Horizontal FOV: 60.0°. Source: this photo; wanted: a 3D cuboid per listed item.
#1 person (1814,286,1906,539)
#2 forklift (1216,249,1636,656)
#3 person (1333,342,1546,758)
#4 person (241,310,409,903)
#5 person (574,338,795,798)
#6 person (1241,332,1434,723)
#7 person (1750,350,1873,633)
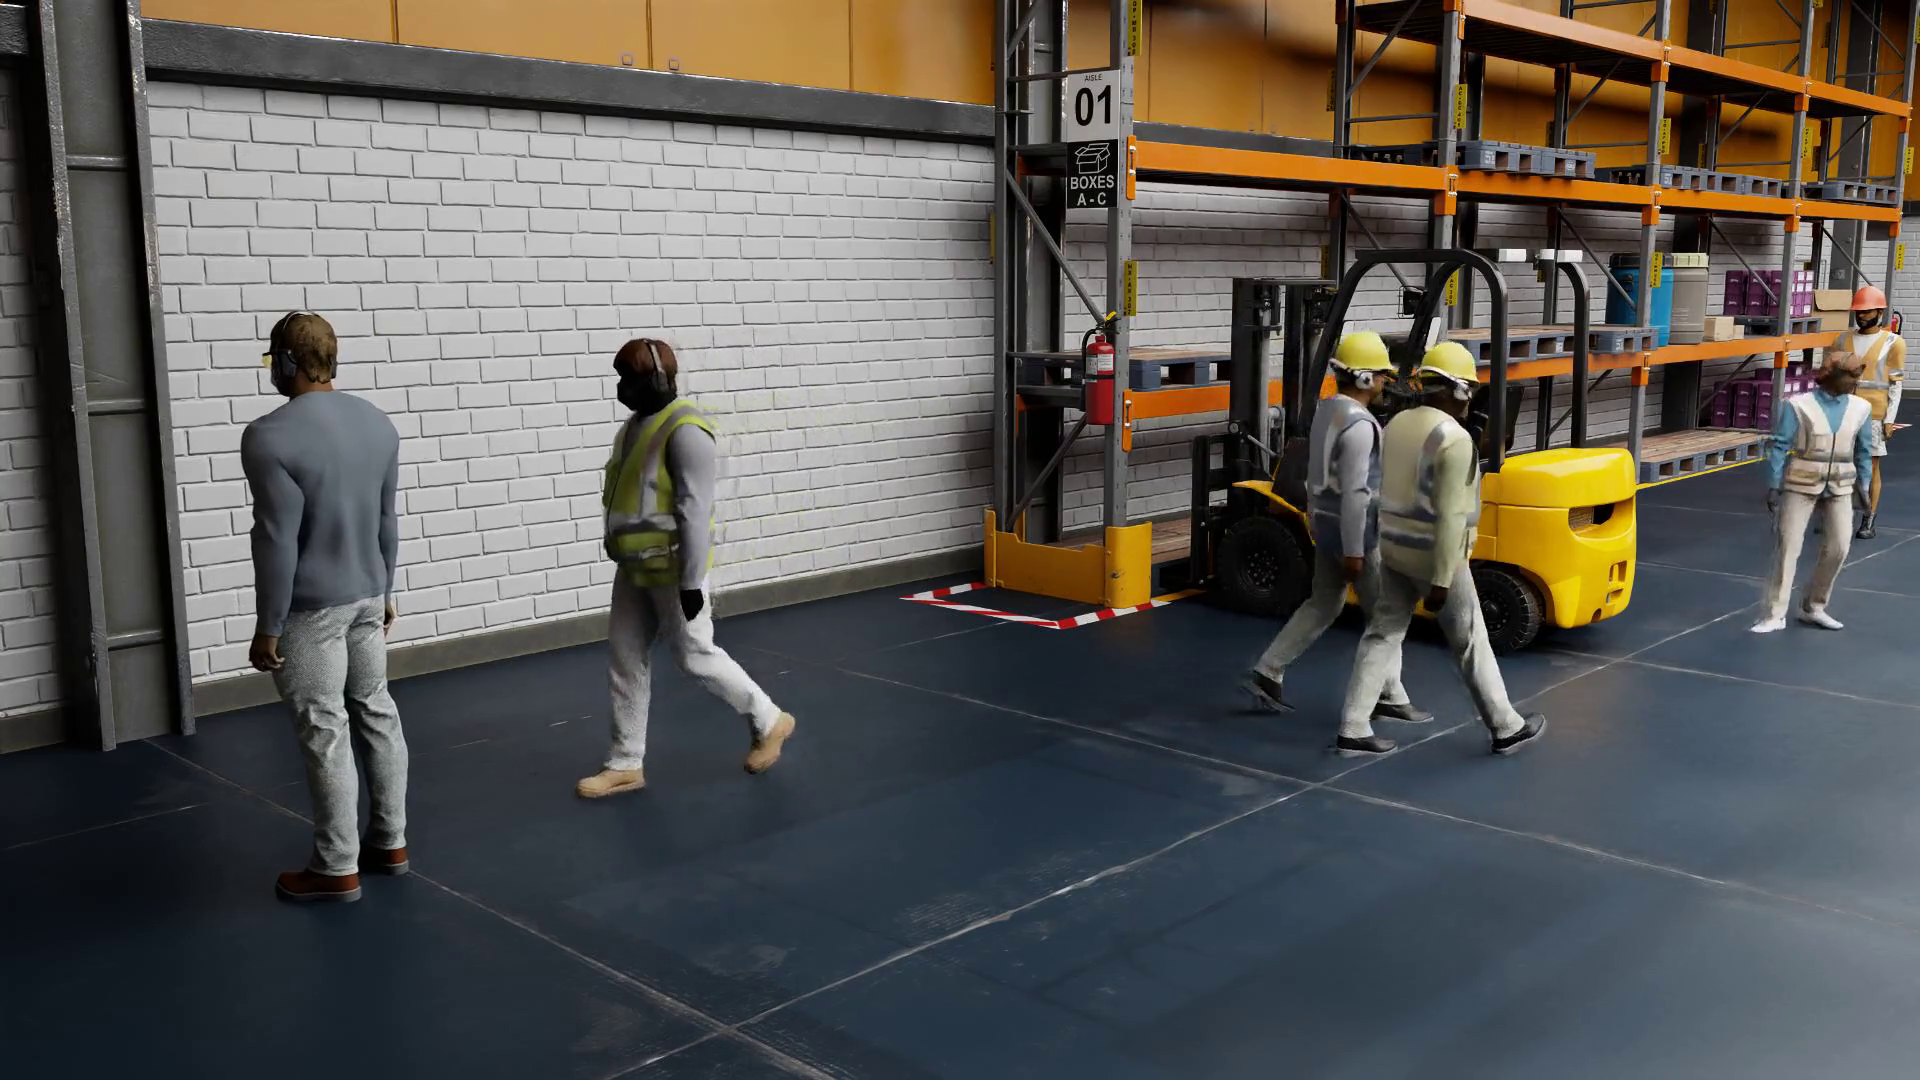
[{"bbox_3d":[6.939,-0.978,12.826,0.357,1.938,0.545,-9,13,-42],"label":"person"},{"bbox_3d":[2.710,-0.584,9.626,2.313,2.155,1.214,9,13,43],"label":"forklift"},{"bbox_3d":[2.023,0.058,7.015,0.931,1.766,0.573,-3,10,-20],"label":"person"},{"bbox_3d":[-2.083,0.219,5.478,0.356,1.938,0.633,3,10,21],"label":"person"},{"bbox_3d":[-1.102,0.100,6.619,0.875,1.811,0.658,-6,11,-34],"label":"person"},{"bbox_3d":[1.721,-0.046,7.583,0.853,1.810,0.605,-1,9,-3],"label":"person"},{"bbox_3d":[4.828,-0.262,9.458,0.659,1.618,0.318,1,9,5],"label":"person"}]
